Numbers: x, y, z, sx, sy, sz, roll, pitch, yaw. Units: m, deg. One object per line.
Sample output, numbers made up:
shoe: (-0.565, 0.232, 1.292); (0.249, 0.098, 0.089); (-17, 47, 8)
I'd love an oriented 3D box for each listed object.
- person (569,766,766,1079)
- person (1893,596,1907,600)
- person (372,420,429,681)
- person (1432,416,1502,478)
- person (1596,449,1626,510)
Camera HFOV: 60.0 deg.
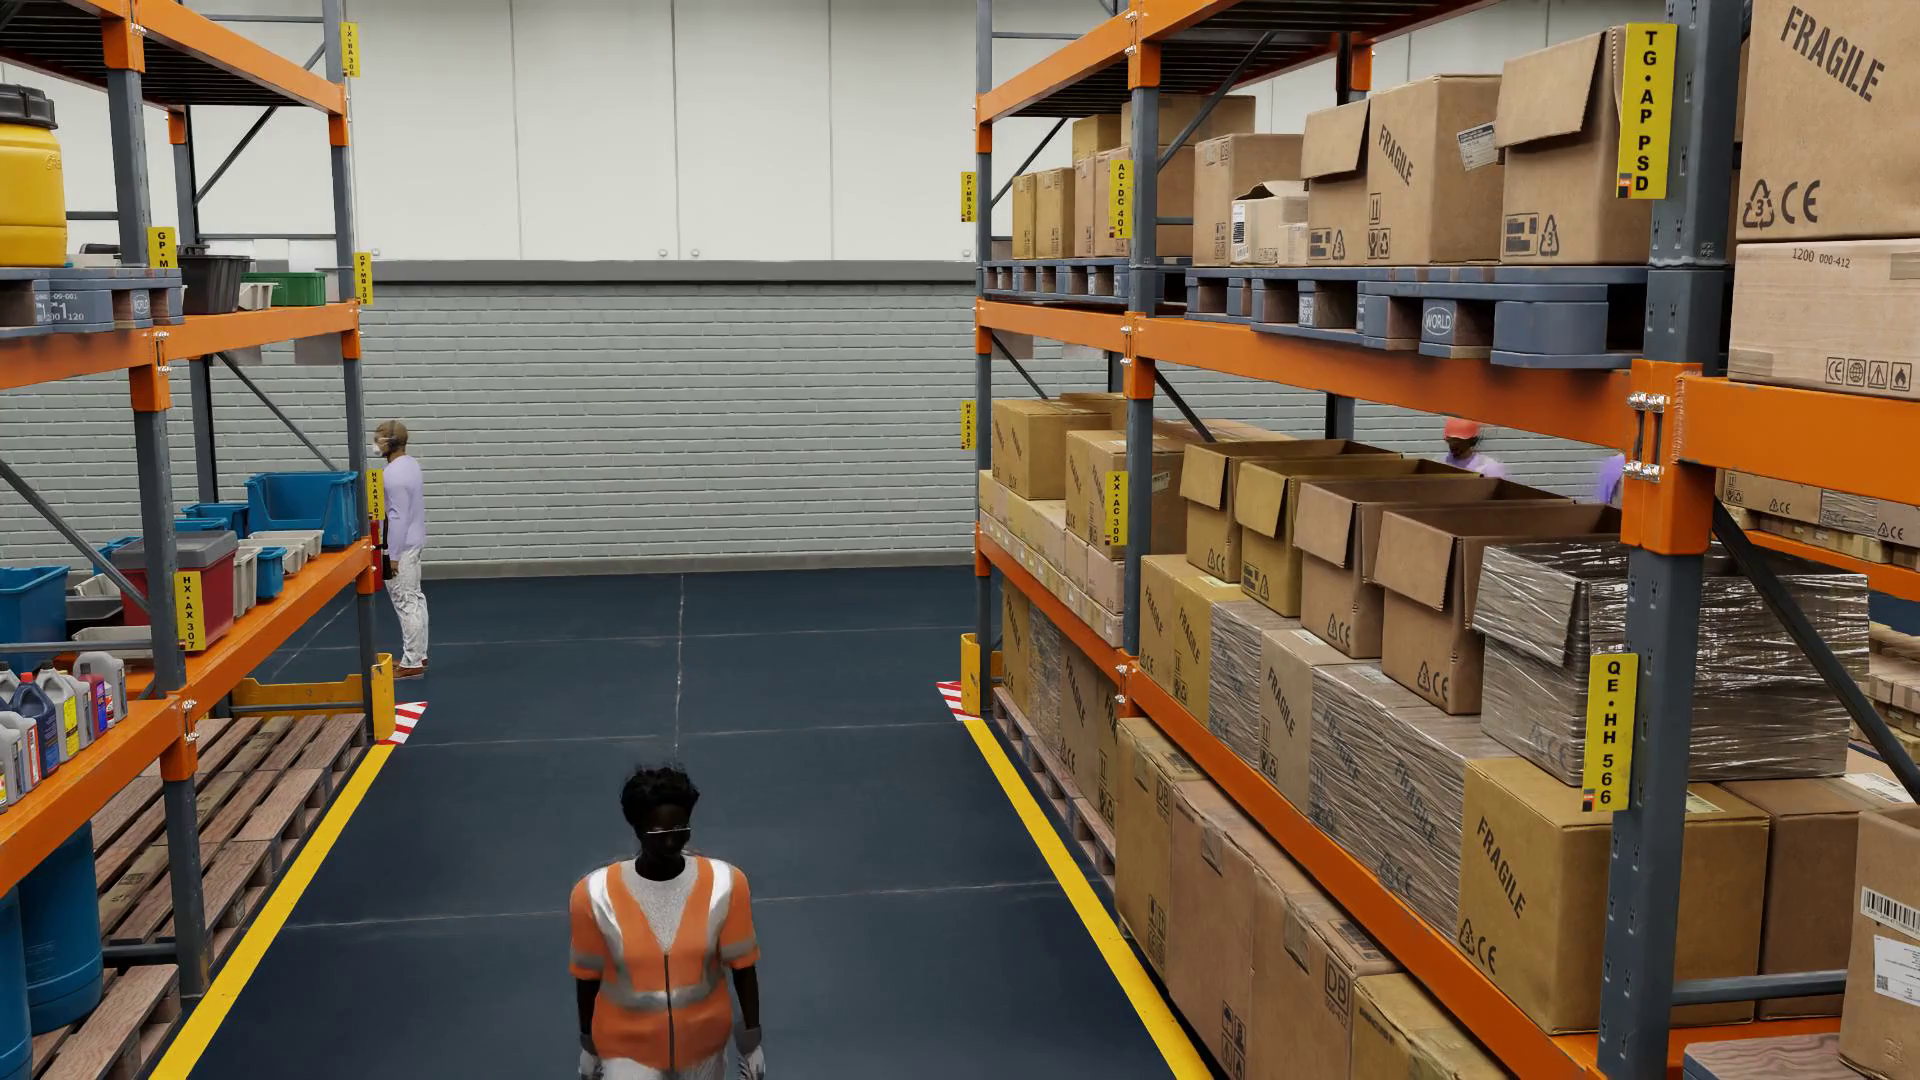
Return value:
person: (-0.852, 1.437, 4.841); (0.536, 1.650, 0.919); (-3, 10, -19)
person: (8.615, -0.429, 15.445); (0.934, 1.952, 0.635); (6, 11, 32)
person: (-4.154, 0.074, 12.355); (0.357, 1.937, 0.637); (-1, 9, -7)
person: (3.822, -0.001, 12.590); (0.647, 2.016, 0.647); (-6, 11, -33)
person: (5.339, -0.045, 13.417); (0.427, 1.830, 0.589); (2, 9, 12)
